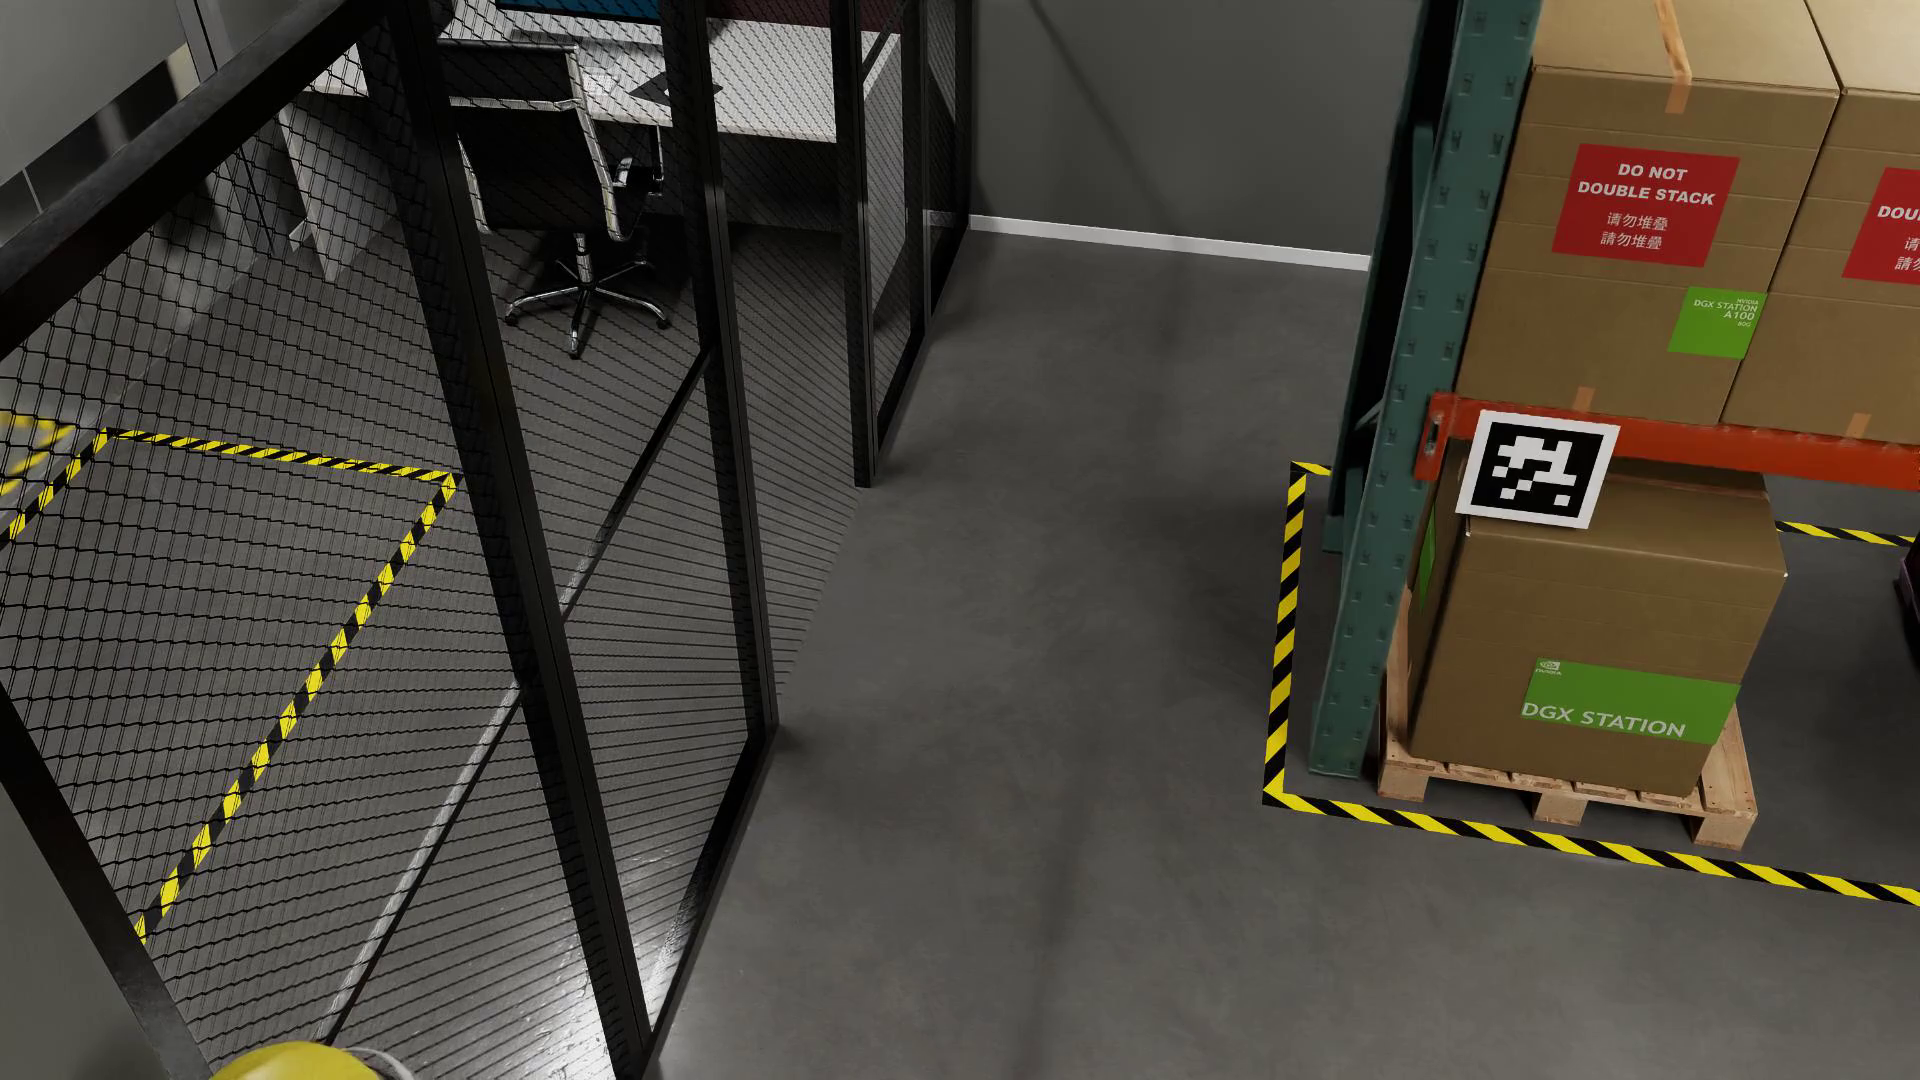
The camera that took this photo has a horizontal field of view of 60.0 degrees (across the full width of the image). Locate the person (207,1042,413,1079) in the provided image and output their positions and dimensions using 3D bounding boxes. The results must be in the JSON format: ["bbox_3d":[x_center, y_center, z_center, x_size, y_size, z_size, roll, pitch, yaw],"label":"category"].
[{"bbox_3d":[-0.677,1.220,2.173,0.590,1.833,0.404,12,42,14],"label":"person"}]
